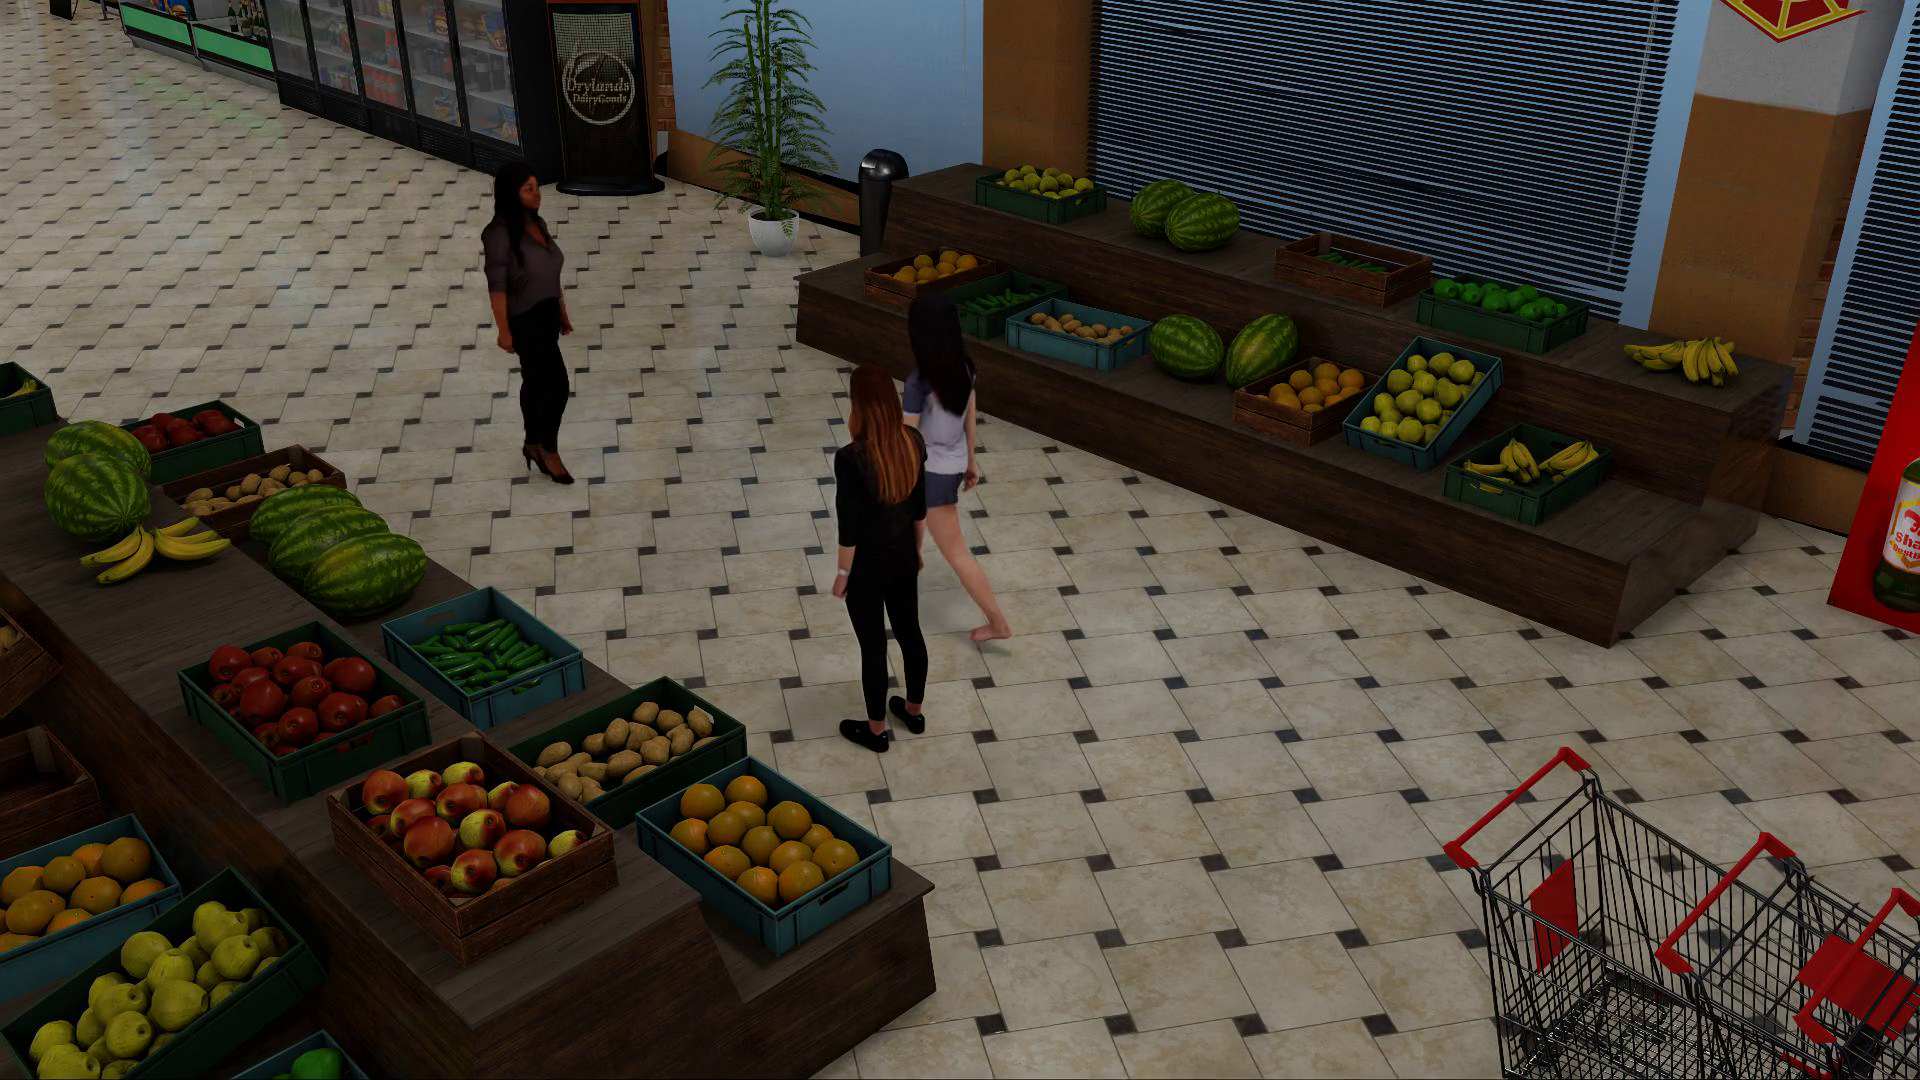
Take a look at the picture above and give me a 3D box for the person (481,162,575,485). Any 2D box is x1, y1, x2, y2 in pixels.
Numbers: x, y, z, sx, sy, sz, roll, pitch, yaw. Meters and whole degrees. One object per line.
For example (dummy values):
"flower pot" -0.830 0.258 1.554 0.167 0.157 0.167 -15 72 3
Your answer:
"person" -2.480 -1.194 9.275 0.833 1.829 0.798 8 28 15

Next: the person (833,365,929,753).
"person" -0.316 0.085 6.887 0.611 1.707 0.540 -20 33 -35

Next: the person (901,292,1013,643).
"person" -0.043 -0.277 7.656 1.191 1.659 0.773 16 31 29
